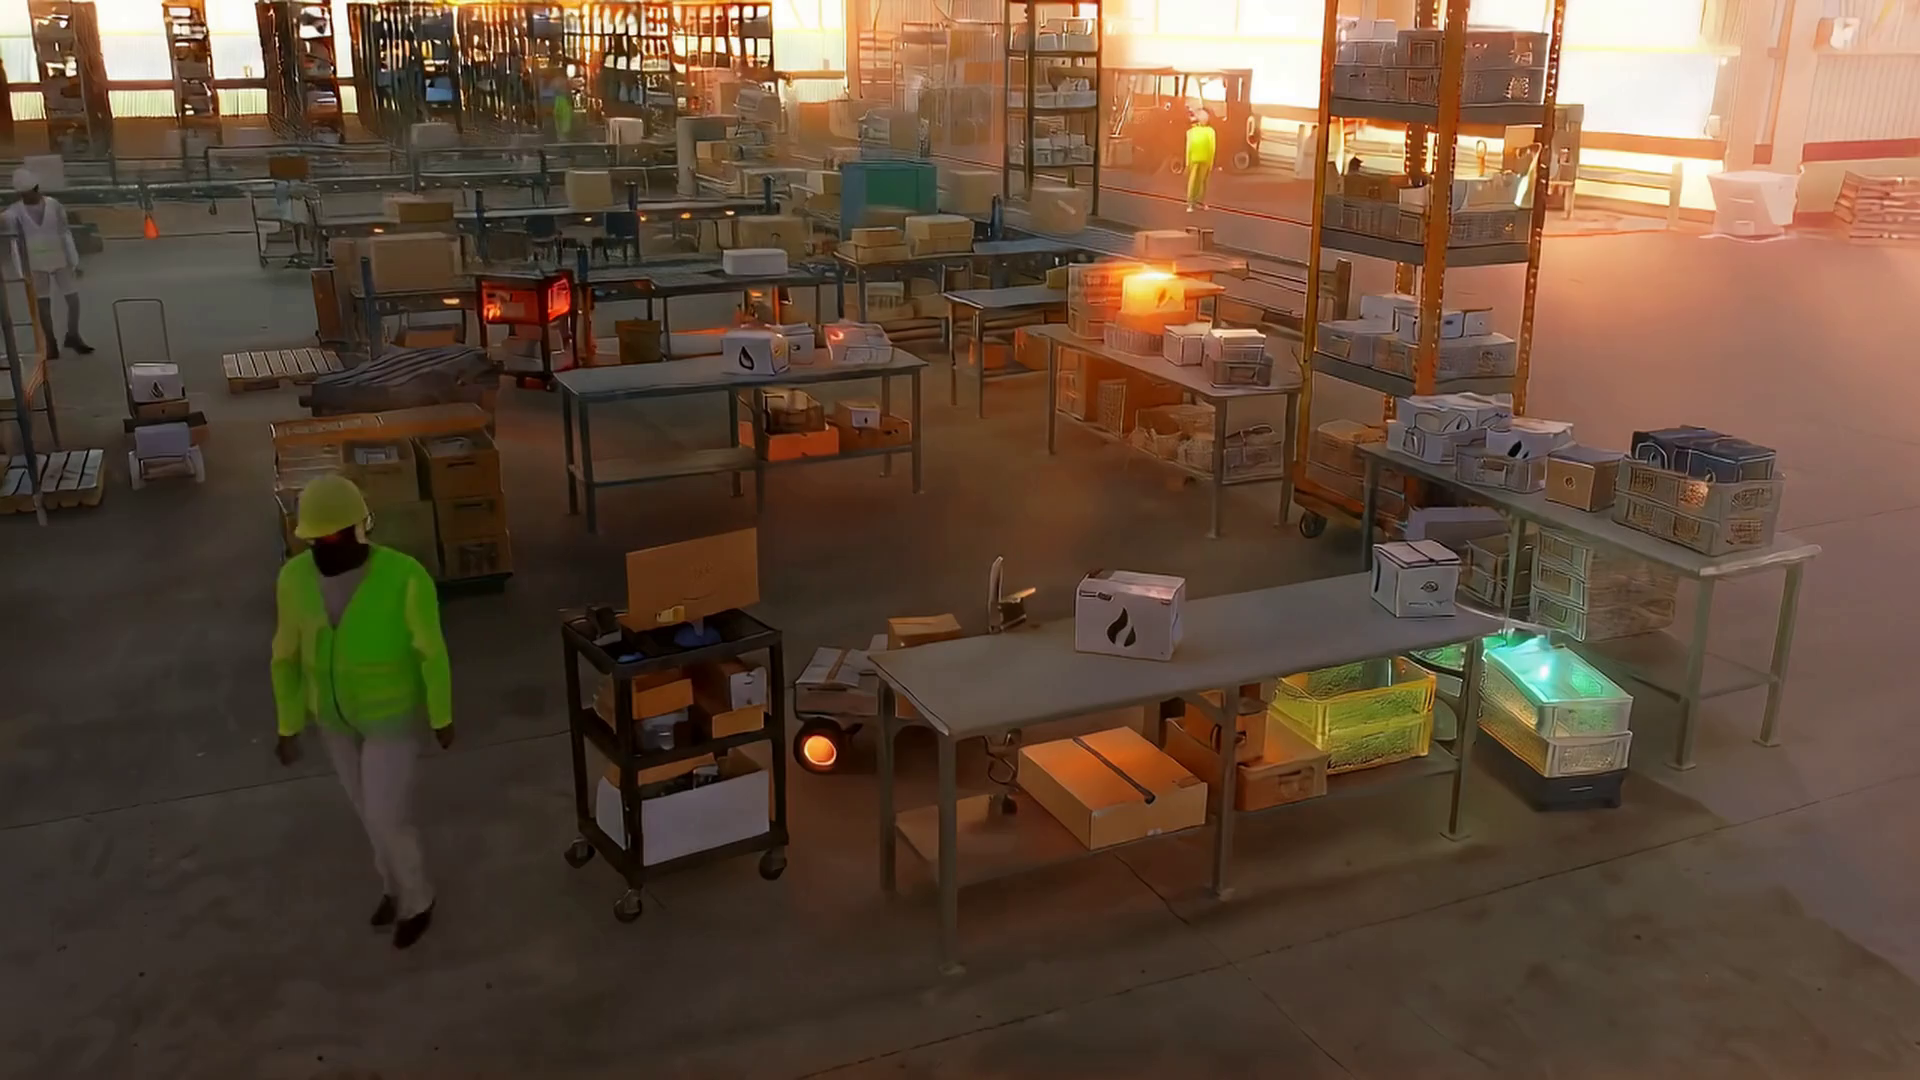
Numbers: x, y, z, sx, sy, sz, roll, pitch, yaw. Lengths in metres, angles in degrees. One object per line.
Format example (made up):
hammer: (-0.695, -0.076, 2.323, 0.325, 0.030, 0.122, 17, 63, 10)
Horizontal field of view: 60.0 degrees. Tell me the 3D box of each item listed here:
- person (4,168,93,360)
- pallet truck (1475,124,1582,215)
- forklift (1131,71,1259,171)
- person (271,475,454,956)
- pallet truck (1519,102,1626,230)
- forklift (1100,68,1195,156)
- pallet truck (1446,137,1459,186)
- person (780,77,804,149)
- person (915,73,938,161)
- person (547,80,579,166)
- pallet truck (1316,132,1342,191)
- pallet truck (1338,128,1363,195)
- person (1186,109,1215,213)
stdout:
person: (-9.078, -2.736, 16.517, 0.587, 1.912, 0.496, -12, 21, -33)
pallet truck: (9.707, -6.455, 28.103, 1.885, 1.965, 0.823, -7, 19, -20)
forklift: (4.998, -8.936, 35.413, 2.680, 1.987, 1.157, -9, 20, -25)
person: (-2.190, 0.642, 6.056, 0.595, 1.809, 0.580, 4, 18, 14)
pallet truck: (9.972, -6.037, 26.785, 1.885, 1.965, 0.823, -9, 20, -25)
forklift: (4.082, -9.564, 37.410, 2.680, 1.987, 1.157, -8, 19, -23)
pallet truck: (9.184, -6.485, 29.328, 1.630, 1.274, 0.653, -8, 19, -23)
person: (-4.242, -10.742, 41.940, 0.593, 1.794, 0.968, -1, 18, -4)
person: (-0.771, -9.903, 38.971, 0.622, 1.990, 0.397, -15, 23, -39)
person: (-8.507, -8.700, 35.203, 1.073, 1.973, 0.671, 1, 18, 4)
pallet truck: (7.723, -7.504, 32.656, 1.601, 1.201, 0.680, -8, 19, -23)
pallet truck: (7.845, -7.140, 31.411, 1.522, 1.261, 0.704, -9, 20, -25)
person: (4.157, -6.558, 28.803, 0.525, 1.769, 0.314, -5, 18, -14)
